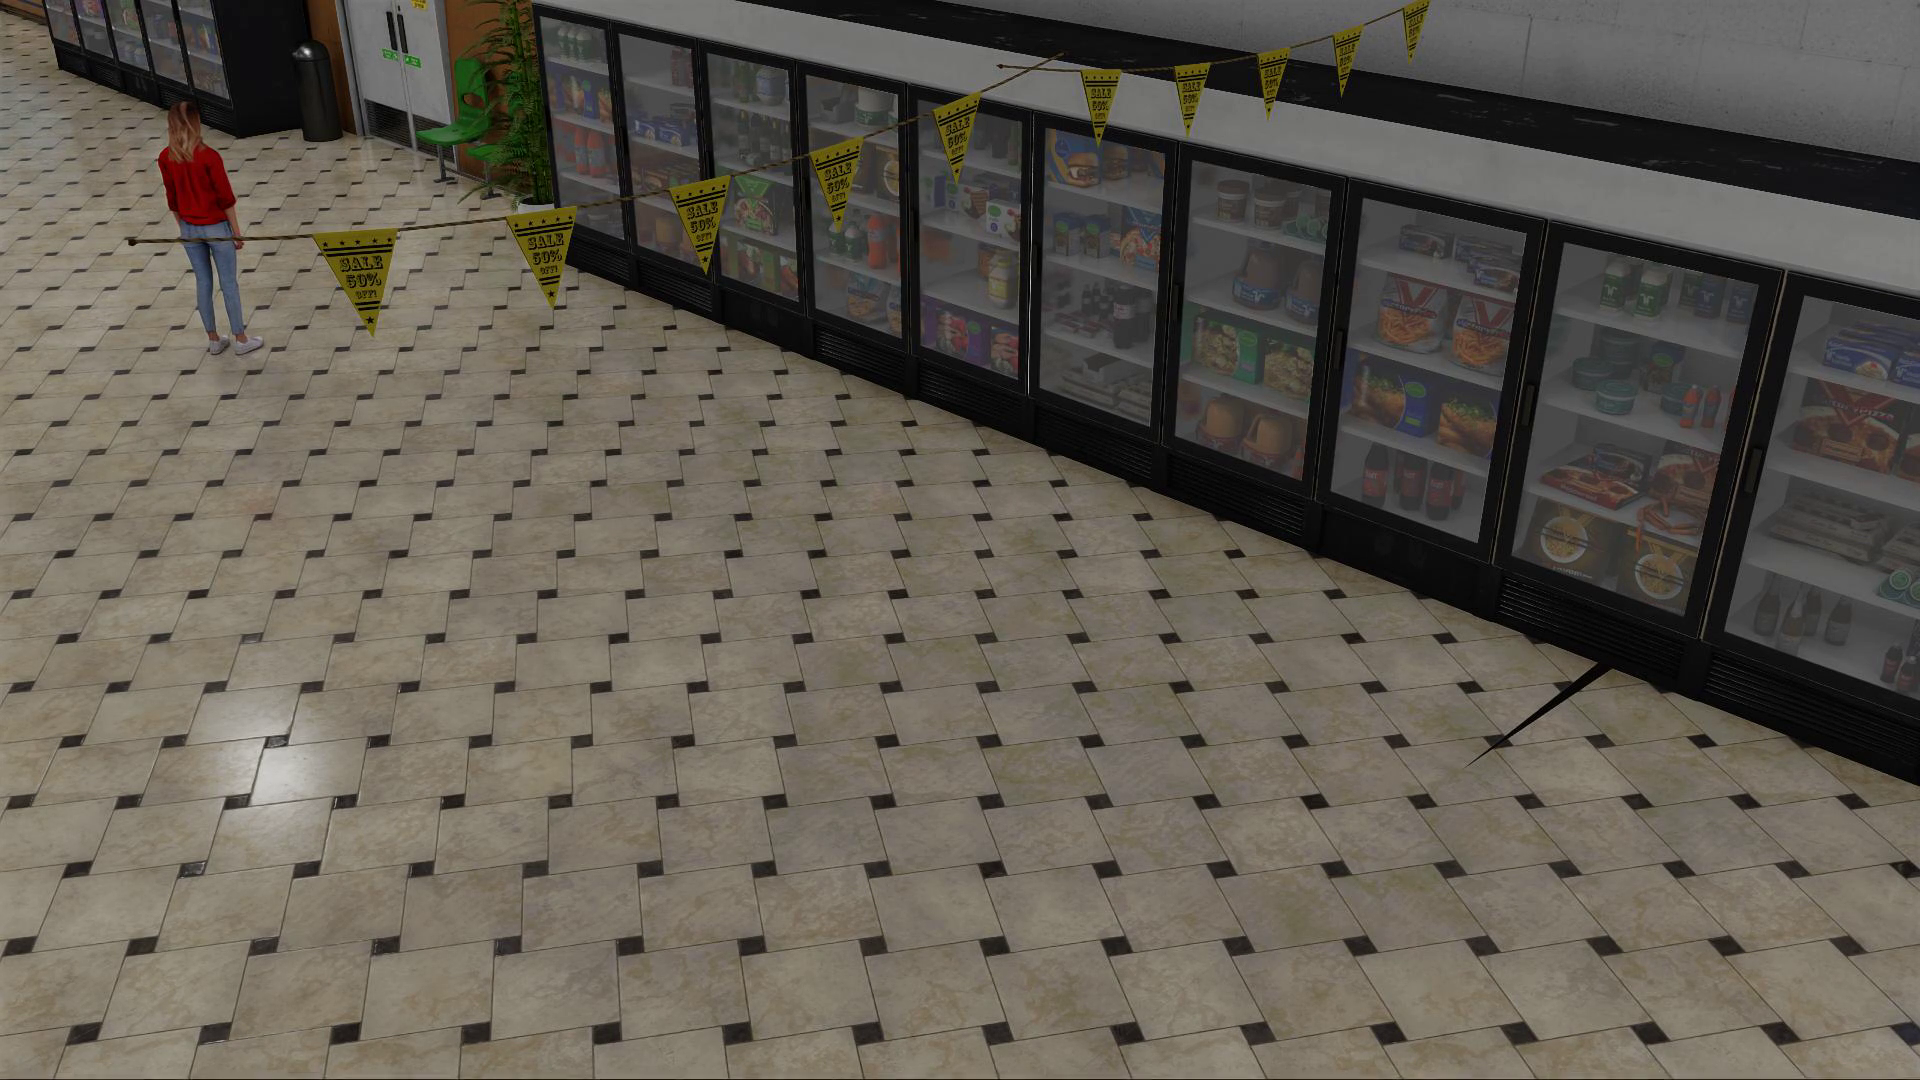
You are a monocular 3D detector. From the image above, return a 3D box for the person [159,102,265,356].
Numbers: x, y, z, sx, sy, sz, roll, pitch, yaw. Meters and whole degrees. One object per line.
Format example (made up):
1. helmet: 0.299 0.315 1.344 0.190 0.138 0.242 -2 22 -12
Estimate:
1. person: -5.048 -2.073 11.139 0.682 1.705 0.717 3 27 5
